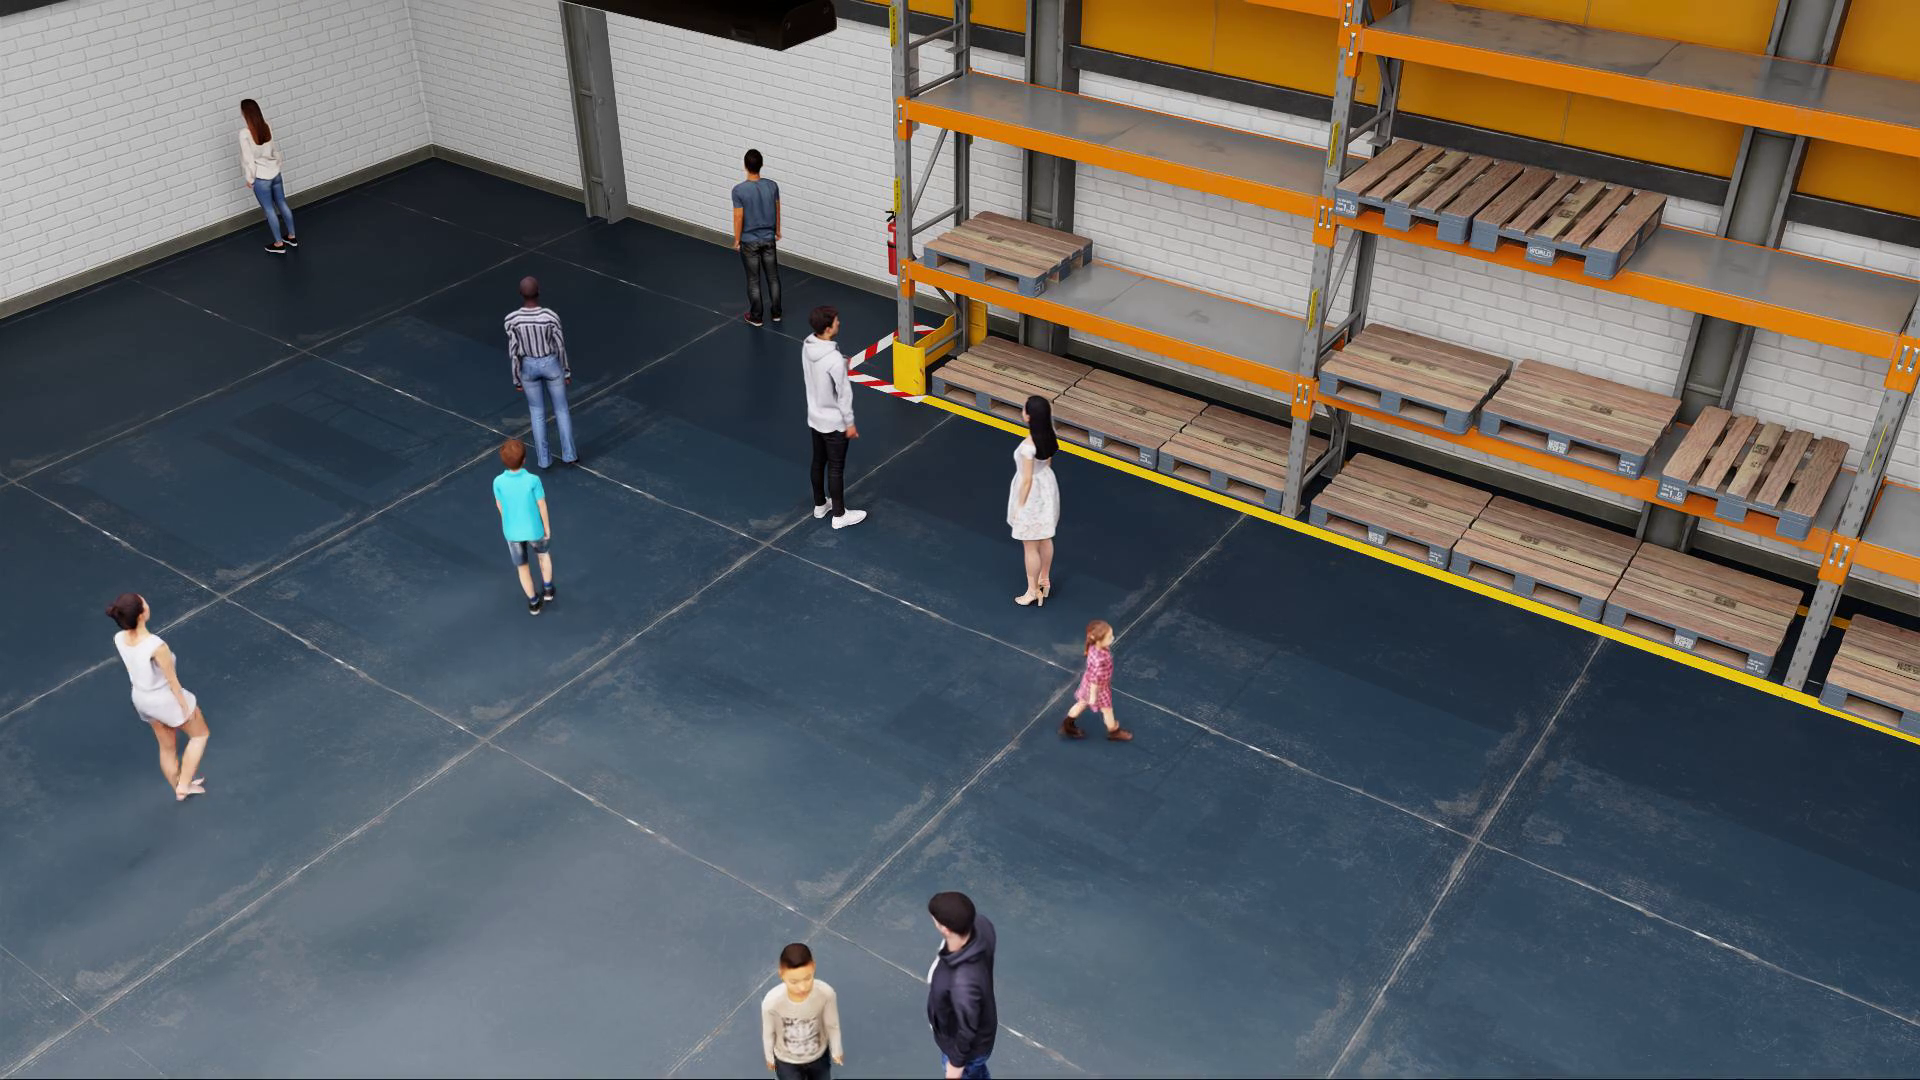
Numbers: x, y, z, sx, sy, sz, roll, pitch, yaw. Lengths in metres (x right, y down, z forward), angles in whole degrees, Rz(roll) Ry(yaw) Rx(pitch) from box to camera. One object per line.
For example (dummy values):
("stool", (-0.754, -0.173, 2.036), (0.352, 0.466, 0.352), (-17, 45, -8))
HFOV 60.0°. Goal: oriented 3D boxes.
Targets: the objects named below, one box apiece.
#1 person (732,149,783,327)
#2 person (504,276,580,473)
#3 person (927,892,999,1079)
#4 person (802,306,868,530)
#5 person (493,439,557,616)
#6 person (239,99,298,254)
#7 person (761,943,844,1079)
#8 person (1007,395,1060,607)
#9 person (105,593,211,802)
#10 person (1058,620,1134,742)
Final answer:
("person", (-2.002, -3.006, 16.537), (0.726, 1.810, 0.707), (-16, 37, -23))
("person", (-3.549, -1.399, 14.134), (0.709, 1.794, 0.763), (-6, 34, -10))
("person", (0.040, 2.440, 8.271), (0.739, 1.890, 0.757), (5, 34, 7))
("person", (-1.068, -0.999, 13.410), (0.791, 1.930, 0.611), (-27, 42, -34))
("person", (-3.267, -0.062, 12.445), (0.647, 1.437, 0.706), (-7, 34, -10))
("person", (-7.555, -3.967, 18.090), (0.595, 1.692, 0.659), (15, 36, 21))
("person", (-0.823, 2.553, 8.506), (0.868, 1.442, 0.966), (-9, 35, -13))
("person", (0.557, -0.291, 12.485), (0.630, 1.774, 0.648), (19, 38, 26))
("person", (-5.143, 1.065, 10.599), (0.575, 1.603, 0.693), (11, 35, 17))
("person", (0.878, 0.961, 11.294), (0.786, 1.007, 0.658), (1, 34, 2))
